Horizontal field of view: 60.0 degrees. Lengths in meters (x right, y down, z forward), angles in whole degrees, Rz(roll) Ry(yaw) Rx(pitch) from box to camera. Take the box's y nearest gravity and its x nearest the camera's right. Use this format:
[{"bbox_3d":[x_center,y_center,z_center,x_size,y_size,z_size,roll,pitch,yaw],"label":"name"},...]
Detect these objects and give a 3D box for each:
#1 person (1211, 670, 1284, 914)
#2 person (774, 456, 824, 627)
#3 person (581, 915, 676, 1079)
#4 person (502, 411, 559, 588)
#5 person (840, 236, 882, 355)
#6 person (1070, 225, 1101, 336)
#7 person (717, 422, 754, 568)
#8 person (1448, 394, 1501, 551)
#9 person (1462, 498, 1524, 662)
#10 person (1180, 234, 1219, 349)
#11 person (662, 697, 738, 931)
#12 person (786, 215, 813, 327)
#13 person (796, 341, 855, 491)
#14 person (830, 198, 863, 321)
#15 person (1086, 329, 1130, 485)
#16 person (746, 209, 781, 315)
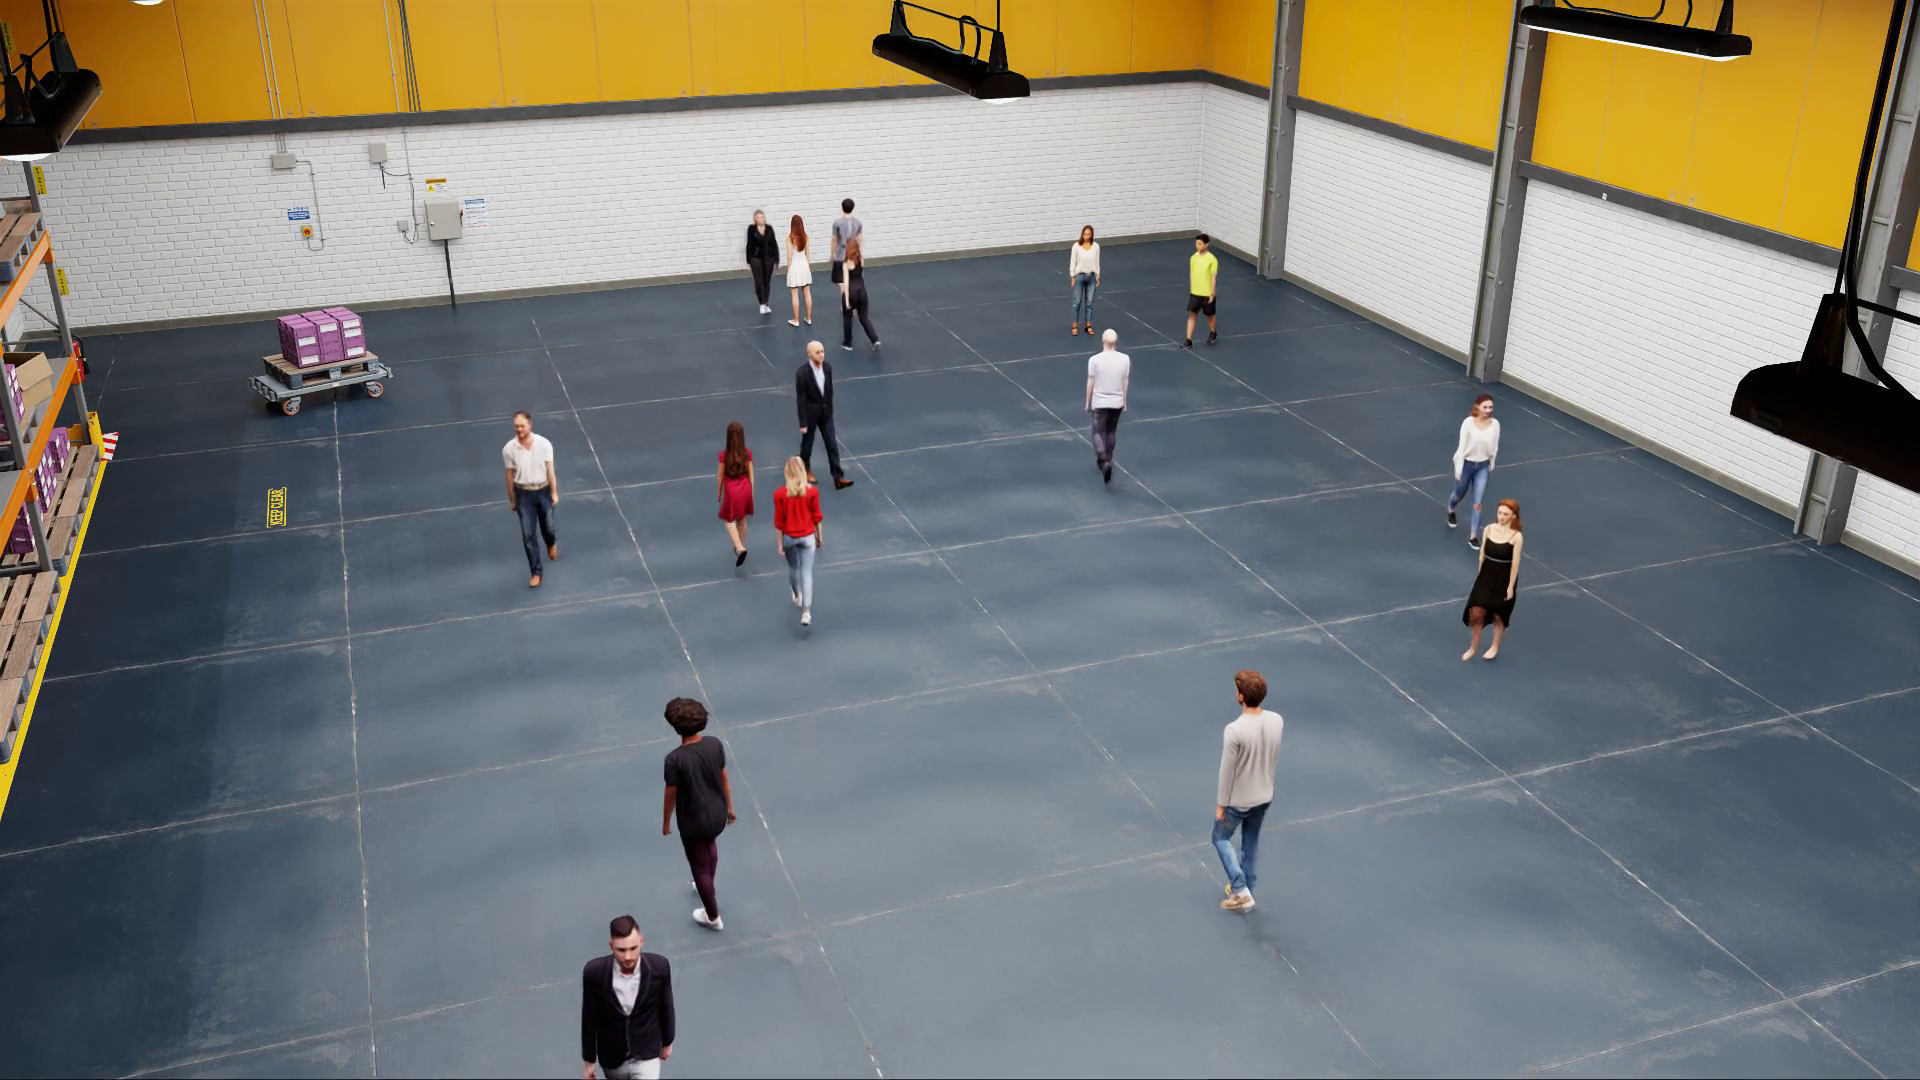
[{"bbox_3d":[2.058,1.835,11.676,0.707,1.889,0.704,-10,26,-22],"label":"person"},{"bbox_3d":[-1.548,0.043,16.054,0.770,1.667,1.175,-4,24,-8],"label":"person"},{"bbox_3d":[-1.876,2.858,9.445,0.882,1.803,1.265,-2,24,-5],"label":"person"},{"bbox_3d":[-4.350,-0.481,17.042,0.814,1.836,1.046,-2,24,-5],"label":"person"},{"bbox_3d":[-1.456,-3.524,24.146,0.830,1.721,1.175,-18,30,-36],"label":"person"},{"bbox_3d":[1.888,-3.955,25.185,0.659,1.679,0.611,-3,24,-7],"label":"person"},{"bbox_3d":[-2.335,-0.470,17.388,0.586,1.539,0.893,-10,25,-21],"label":"person"},{"bbox_3d":[5.501,-0.785,17.955,0.899,1.660,1.167,1,24,3],"label":"person"},{"bbox_3d":[5.024,0.353,15.414,0.737,1.611,0.782,18,29,35],"label":"person"},{"bbox_3d":[3.635,-3.681,24.568,1.115,1.671,1.091,16,28,32],"label":"person"},{"bbox_3d":[-1.761,1.942,11.598,0.819,1.757,0.918,-21,31,-39],"label":"person"},{"bbox_3d":[-2.480,-4.159,25.610,0.594,1.712,0.581,-14,27,-28],"label":"person"},{"bbox_3d":[-1.724,-1.462,19.379,0.947,1.761,1.244,-17,29,-34],"label":"person"},{"bbox_3d":[-1.753,-4.358,25.902,0.715,1.842,1.088,-11,26,-23],"label":"person"},{"bbox_3d":[1.743,-1.558,19.537,0.764,1.810,1.112,-5,24,-11],"label":"person"},{"bbox_3d":[-3.137,-4.412,26.241,0.648,1.670,0.635,-12,27,-26],"label":"person"}]
